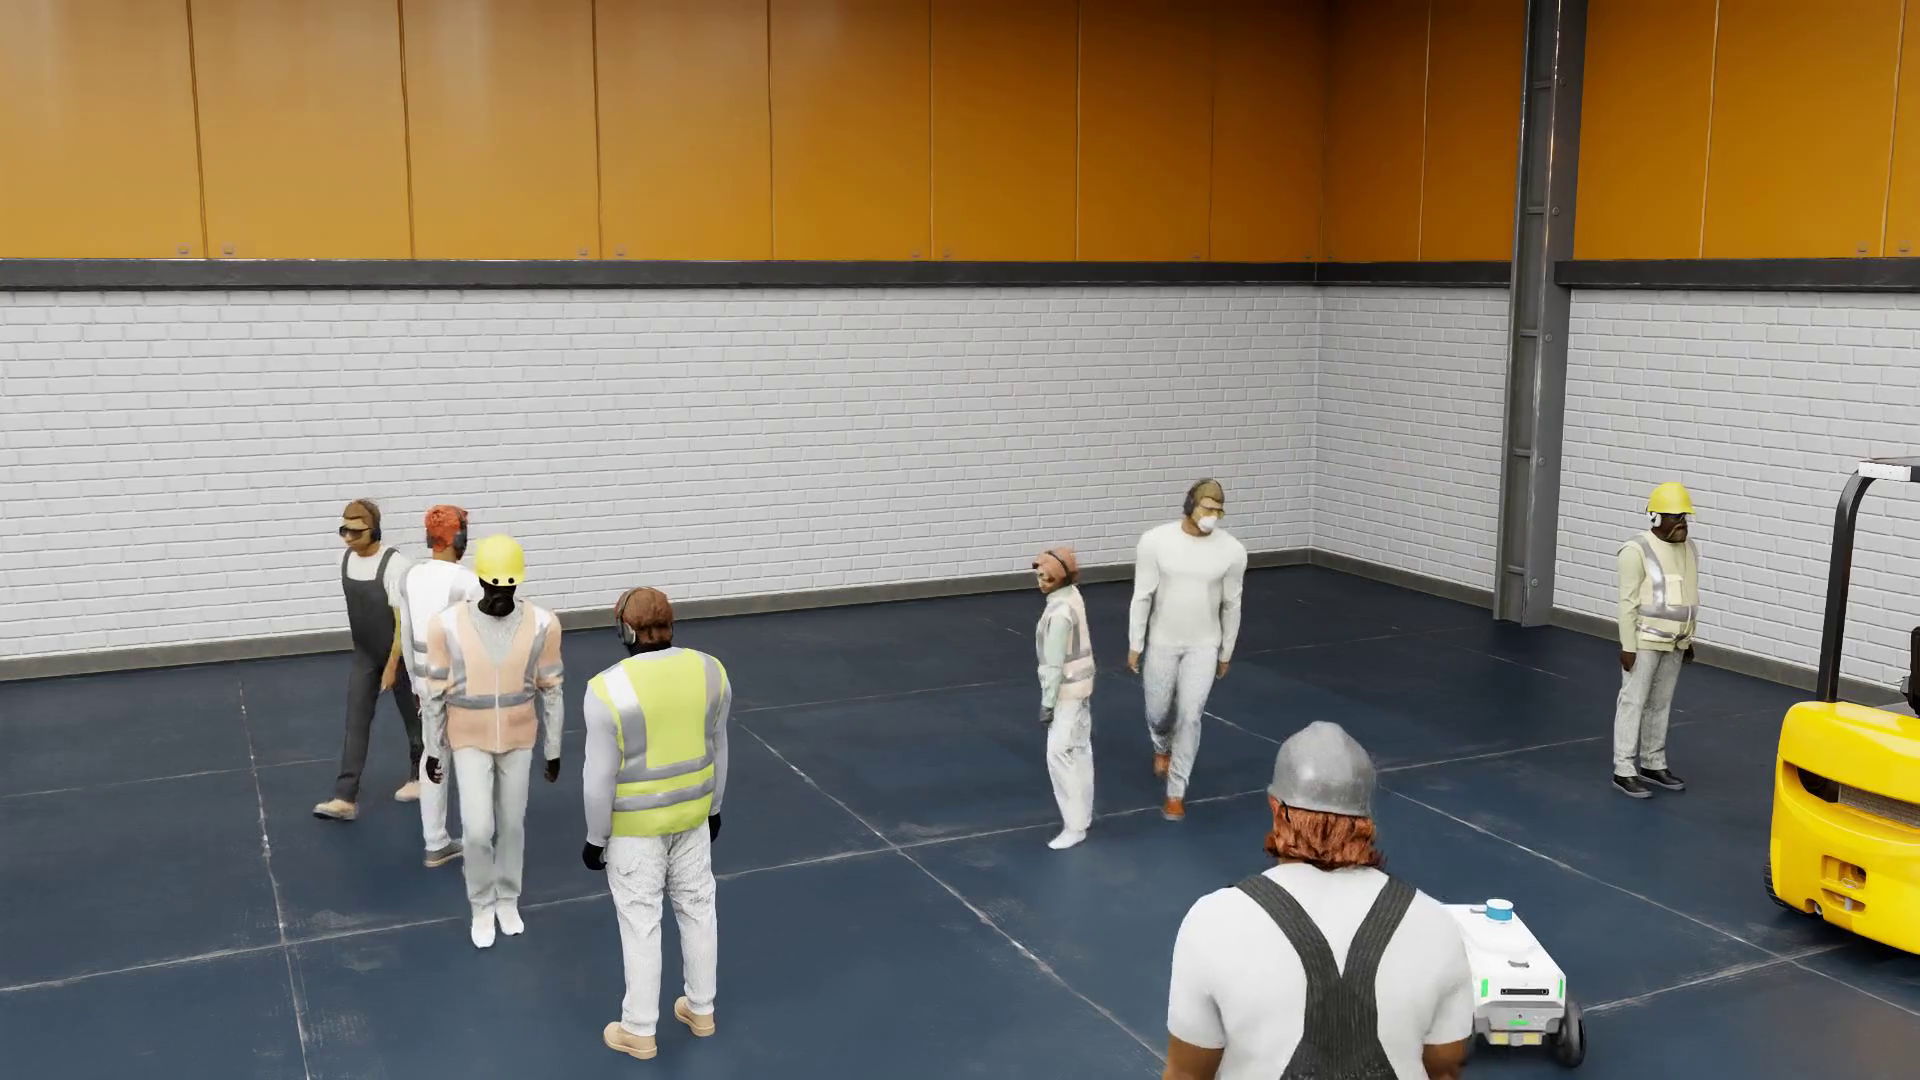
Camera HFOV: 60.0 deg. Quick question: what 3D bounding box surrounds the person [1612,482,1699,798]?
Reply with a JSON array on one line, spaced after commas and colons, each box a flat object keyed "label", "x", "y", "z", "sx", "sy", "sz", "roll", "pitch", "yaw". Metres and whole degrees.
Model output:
[{"label": "person", "x": 4.068, "y": 0.569, "z": 9.678, "sx": 0.591, "sy": 1.834, "sz": 0.404, "roll": -5, "pitch": 10, "yaw": -28}]

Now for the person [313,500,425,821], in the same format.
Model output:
[{"label": "person", "x": -3.261, "y": 0.660, "z": 9.247, "sx": 0.503, "sy": 1.784, "sz": 0.929, "roll": 3, "pitch": 10, "yaw": 18}]

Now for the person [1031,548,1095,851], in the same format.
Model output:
[{"label": "person", "x": 0.566, "y": 0.810, "z": 8.885, "sx": 0.329, "sy": 1.609, "sz": 0.652, "roll": 2, "pitch": 9, "yaw": 13}]

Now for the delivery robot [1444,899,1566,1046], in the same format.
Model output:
[{"label": "delivery robot", "x": 2.117, "y": 1.662, "z": 6.564, "sx": 0.477, "sy": 0.478, "sz": 0.707, "roll": 0, "pitch": 9, "yaw": 1}]

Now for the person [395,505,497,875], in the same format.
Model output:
[{"label": "person", "x": -2.575, "y": 0.753, "z": 8.408, "sx": 0.614, "sy": 1.880, "sz": 0.364, "roll": 4, "pitch": 10, "yaw": 25}]

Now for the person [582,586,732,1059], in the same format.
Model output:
[{"label": "person", "x": -1.191, "y": 1.086, "z": 6.470, "sx": 0.621, "sy": 1.838, "sz": 0.429, "roll": -8, "pitch": 12, "yaw": -40}]

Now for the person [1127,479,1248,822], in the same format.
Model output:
[{"label": "person", "x": 1.278, "y": 0.579, "z": 9.399, "sx": 0.658, "sy": 1.908, "sz": 0.718, "roll": 1, "pitch": 9, "yaw": 7}]

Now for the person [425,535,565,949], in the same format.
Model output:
[{"label": "person", "x": -2.085, "y": 0.897, "z": 7.482, "sx": 0.607, "sy": 1.886, "sz": 0.598, "roll": -4, "pitch": 10, "yaw": -25}]

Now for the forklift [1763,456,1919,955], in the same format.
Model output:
[{"label": "forklift", "x": 4.857, "y": 0.731, "z": 7.561, "sx": 2.313, "sy": 2.155, "sz": 1.214, "roll": -4, "pitch": 10, "yaw": -25}]
